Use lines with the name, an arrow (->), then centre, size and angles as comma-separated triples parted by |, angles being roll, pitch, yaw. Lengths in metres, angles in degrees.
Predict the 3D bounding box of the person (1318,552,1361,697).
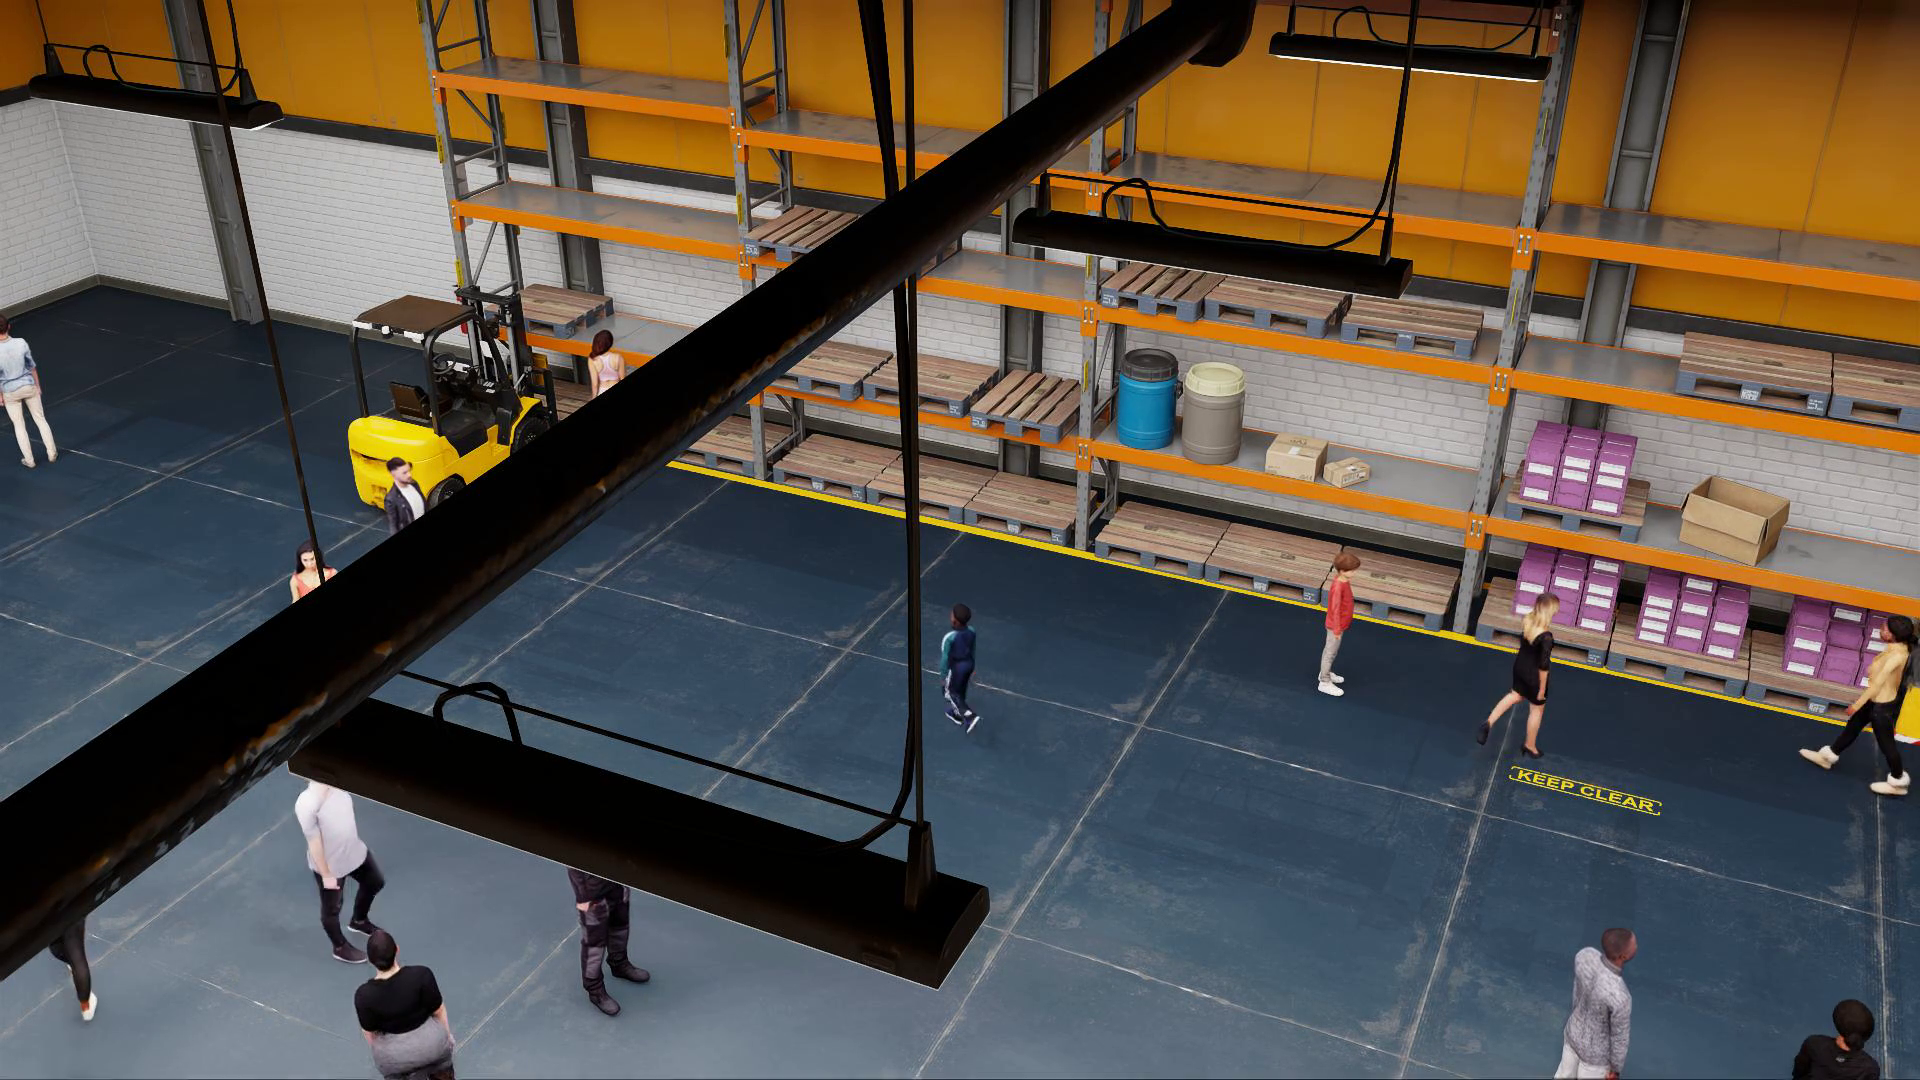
person -> 3.440, 0.740, 15.218 | 0.508, 1.418, 0.546 | 8, 30, 14

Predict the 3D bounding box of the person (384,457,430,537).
person -> -5.316, 0.023, 16.096 | 0.603, 1.836, 0.686 | 8, 30, 14

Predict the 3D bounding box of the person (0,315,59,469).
person -> -10.925, -1.738, 19.313 | 0.726, 1.848, 0.707 | -22, 35, -34

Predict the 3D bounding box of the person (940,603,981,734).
person -> 0.017, 1.146, 14.654 | 0.675, 1.246, 0.813 | -23, 36, -35

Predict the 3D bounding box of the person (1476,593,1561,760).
person -> 4.804, 1.164, 14.185 | 0.964, 1.663, 0.877 | -7, 29, -12

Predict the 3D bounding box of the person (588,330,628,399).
person -> -4.003, -1.595, 19.134 | 0.666, 1.767, 0.742 | -7, 29, -12

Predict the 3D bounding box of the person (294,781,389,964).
person -> -4.574, 2.276, 11.979 | 0.674, 1.824, 0.722 | 8, 30, 14

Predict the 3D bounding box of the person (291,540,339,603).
person -> -5.667, 0.775, 14.840 | 0.661, 1.719, 0.702 | -13, 31, -23

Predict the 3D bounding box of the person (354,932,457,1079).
person -> -3.393, 3.227, 10.330 | 0.806, 1.733, 0.853 | -10, 30, -17

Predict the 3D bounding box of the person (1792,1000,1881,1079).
person -> 5.141, 3.483, 9.951 | 0.875, 1.647, 0.739 | 16, 33, 27

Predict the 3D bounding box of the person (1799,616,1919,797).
person -> 7.728, 1.405, 13.787 | 1.102, 1.622, 0.647 | 15, 32, 26

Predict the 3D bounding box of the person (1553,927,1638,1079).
person -> 3.922, 3.135, 10.392 | 0.773, 1.836, 0.731 | -8, 30, -14

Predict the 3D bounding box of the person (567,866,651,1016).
person -> -2.495, 2.420, 11.623 | 0.578, 1.911, 0.692 | 14, 32, 24
